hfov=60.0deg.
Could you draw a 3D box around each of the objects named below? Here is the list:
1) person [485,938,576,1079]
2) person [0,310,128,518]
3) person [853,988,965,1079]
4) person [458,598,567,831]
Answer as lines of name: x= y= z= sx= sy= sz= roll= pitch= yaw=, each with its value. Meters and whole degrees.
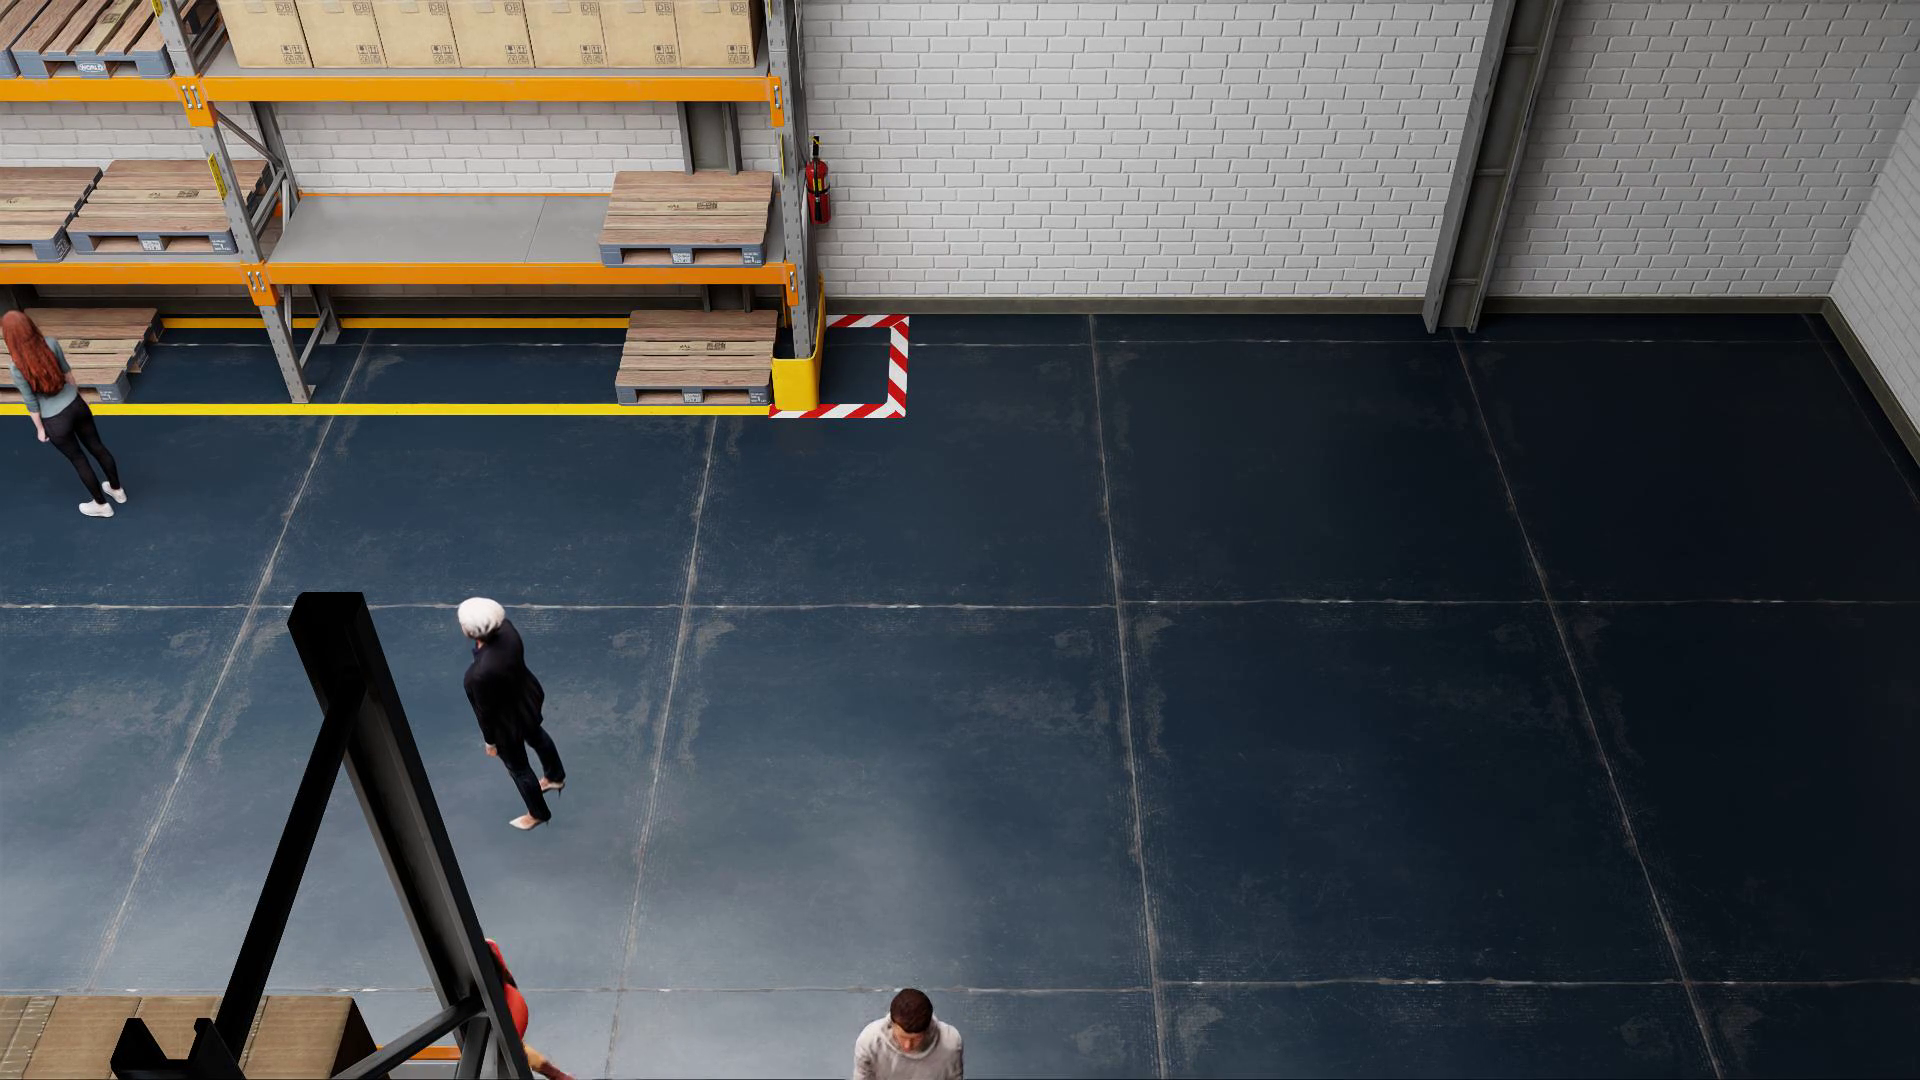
person: x=-2.189 y=2.420 z=8.221 sx=0.634 sy=1.706 sz=0.608 roll=1 pitch=44 yaw=1
person: x=-6.282 y=-0.874 z=11.653 sx=0.676 sy=1.742 sz=0.662 roll=19 pitch=47 yaw=18
person: x=-0.238 y=2.601 z=7.951 sx=1.181 sy=1.817 sz=0.800 roll=3 pitch=44 yaw=3
person: x=-2.419 y=0.894 z=9.005 sx=0.663 sy=1.779 sz=0.770 roll=9 pitch=44 yaw=9
